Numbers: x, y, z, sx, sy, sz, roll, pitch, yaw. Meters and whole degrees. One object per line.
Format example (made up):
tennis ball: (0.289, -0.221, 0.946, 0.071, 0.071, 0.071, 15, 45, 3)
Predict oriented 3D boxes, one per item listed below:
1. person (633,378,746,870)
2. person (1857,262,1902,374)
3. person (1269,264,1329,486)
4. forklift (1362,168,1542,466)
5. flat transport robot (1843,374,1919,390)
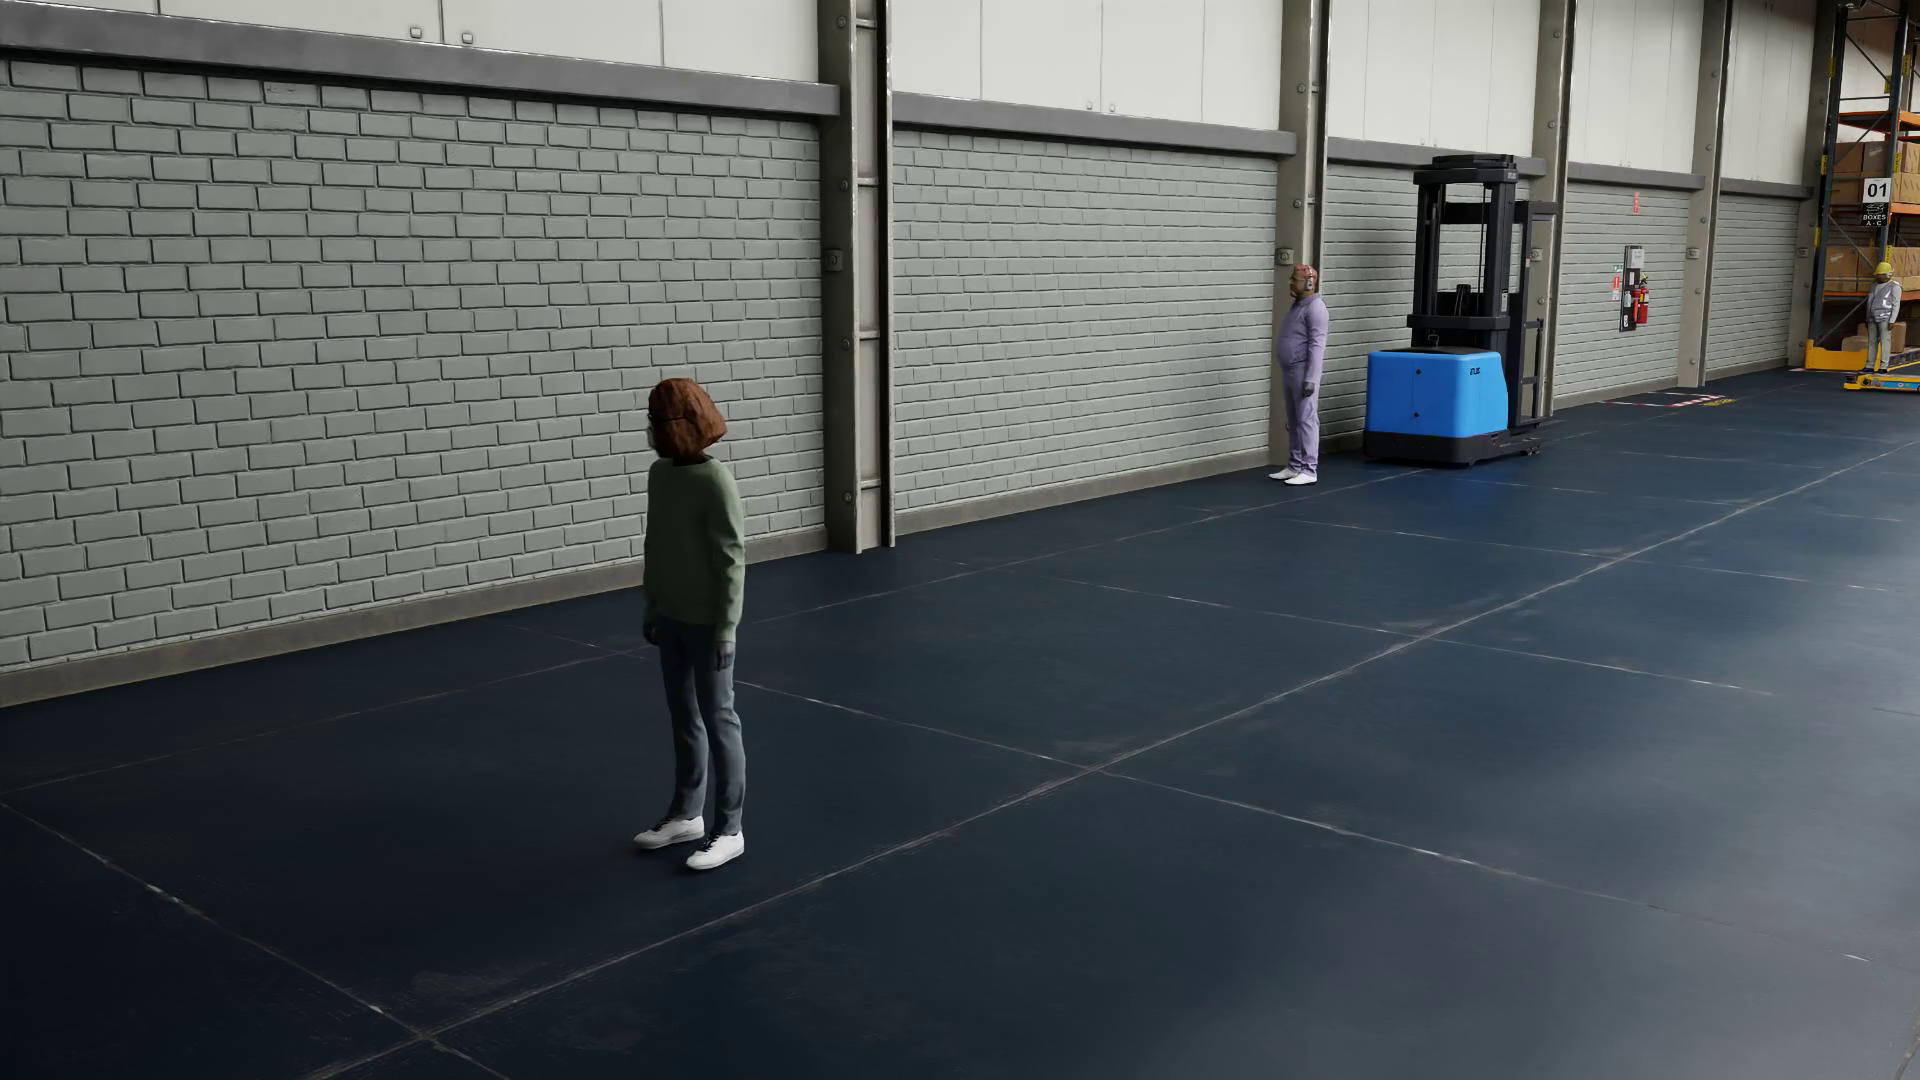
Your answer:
person: (-0.900, 0.274, 5.557, 0.285, 1.632, 0.499, -8, 13, -40)
person: (14.938, -3.587, 27.005, 0.403, 1.823, 0.588, -3, 10, -16)
person: (2.963, -1.445, 14.554, 0.409, 1.913, 0.648, -1, 10, -8)
forklift: (4.875, -2.212, 16.287, 1.129, 2.768, 1.873, 8, 13, 40)
flat transport robot: (13.633, -2.266, 24.016, 1.431, 0.197, 0.652, 8, 13, 40)
